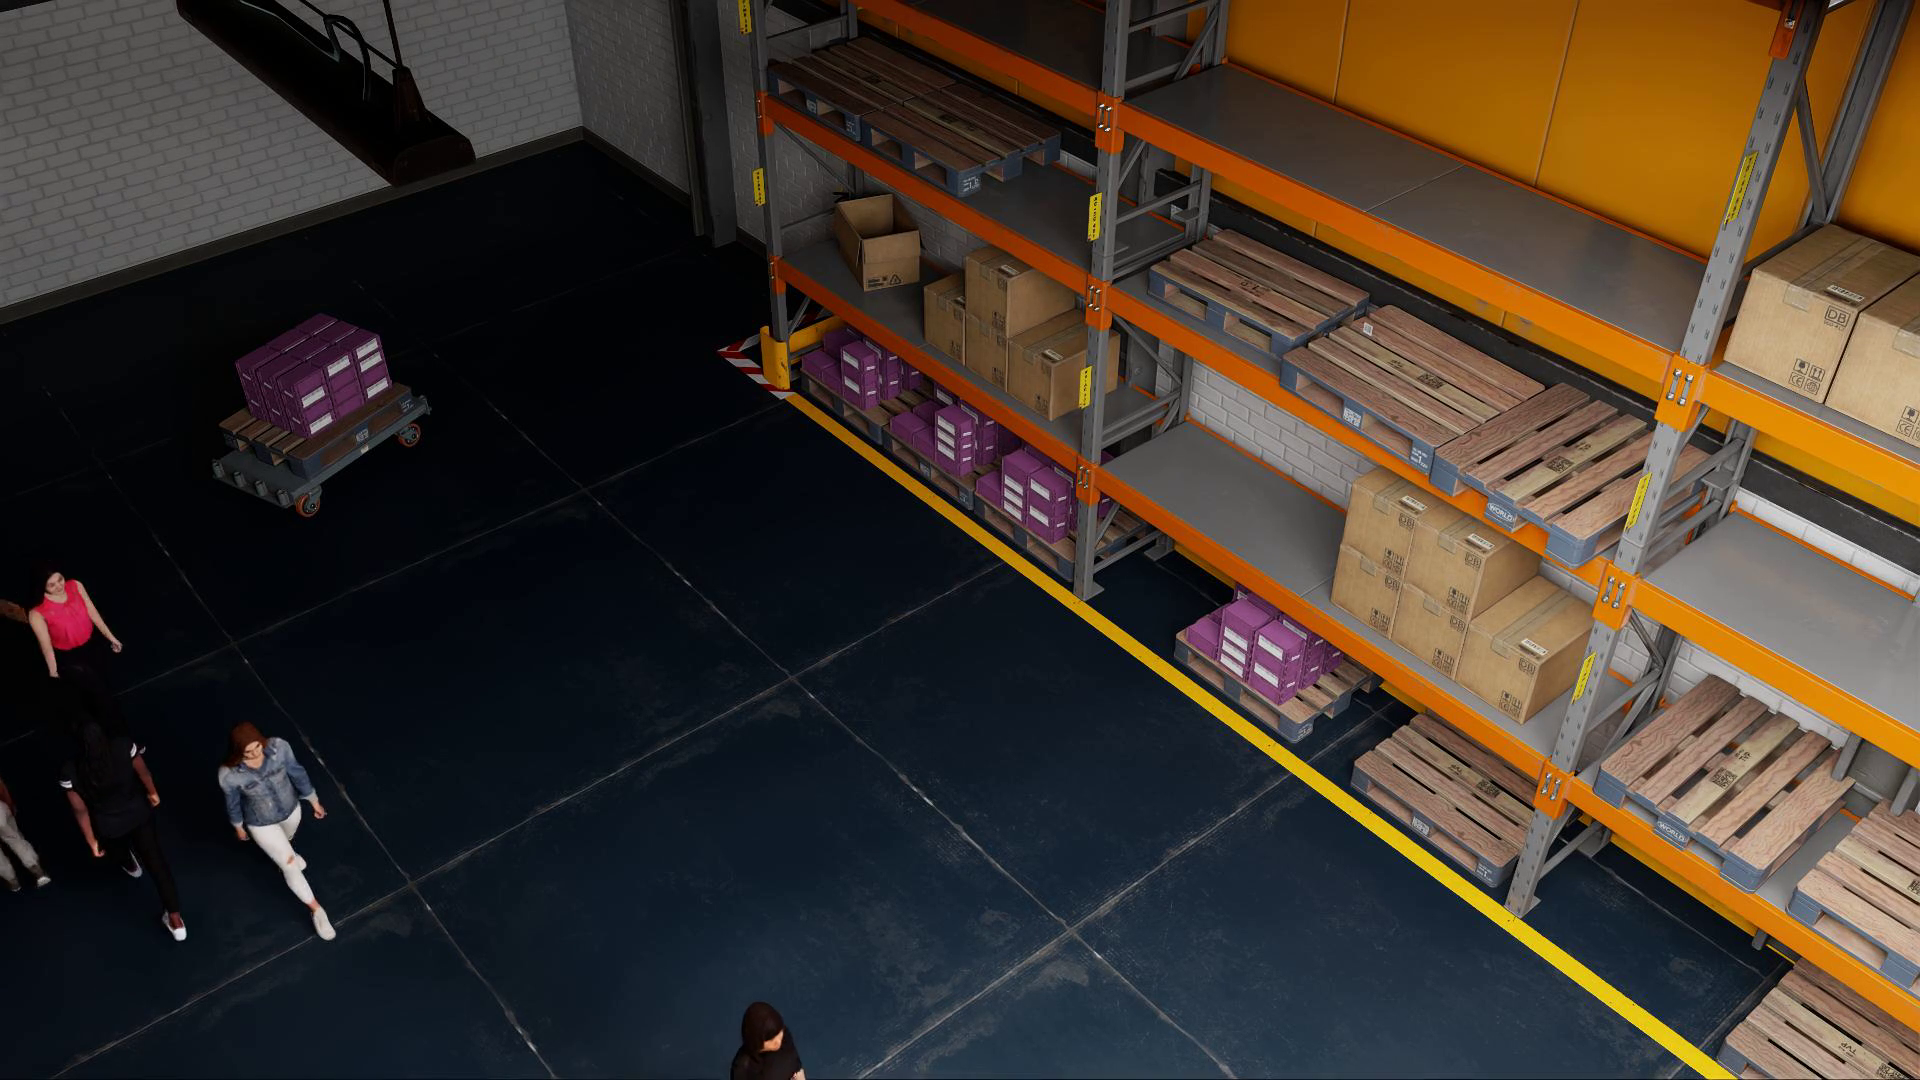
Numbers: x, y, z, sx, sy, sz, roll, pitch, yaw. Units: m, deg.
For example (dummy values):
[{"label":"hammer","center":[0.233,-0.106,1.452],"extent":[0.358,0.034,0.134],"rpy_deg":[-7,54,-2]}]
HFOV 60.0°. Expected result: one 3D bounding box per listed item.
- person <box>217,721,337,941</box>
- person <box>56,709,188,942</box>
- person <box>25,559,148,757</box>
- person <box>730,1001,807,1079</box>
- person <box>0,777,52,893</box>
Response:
[{"label":"person","center":[-4.210,1.627,10.106],"extent":[1.149,1.661,0.733],"rpy_deg":[28,47,31]},{"label":"person","center":[-4.982,1.722,9.970],"extent":[0.641,1.682,1.155],"rpy_deg":[-28,47,-31]},{"label":"person","center":[-5.992,0.771,11.194],"extent":[0.884,1.641,0.808],"rpy_deg":[7,39,9]},{"label":"person","center":[-1.057,2.871,8.569],"extent":[0.633,1.634,0.659],"rpy_deg":[25,45,28]},{"label":"person","center":[-5.982,1.729,10.269],"extent":[0.751,1.298,0.581],"rpy_deg":[24,45,27]}]
